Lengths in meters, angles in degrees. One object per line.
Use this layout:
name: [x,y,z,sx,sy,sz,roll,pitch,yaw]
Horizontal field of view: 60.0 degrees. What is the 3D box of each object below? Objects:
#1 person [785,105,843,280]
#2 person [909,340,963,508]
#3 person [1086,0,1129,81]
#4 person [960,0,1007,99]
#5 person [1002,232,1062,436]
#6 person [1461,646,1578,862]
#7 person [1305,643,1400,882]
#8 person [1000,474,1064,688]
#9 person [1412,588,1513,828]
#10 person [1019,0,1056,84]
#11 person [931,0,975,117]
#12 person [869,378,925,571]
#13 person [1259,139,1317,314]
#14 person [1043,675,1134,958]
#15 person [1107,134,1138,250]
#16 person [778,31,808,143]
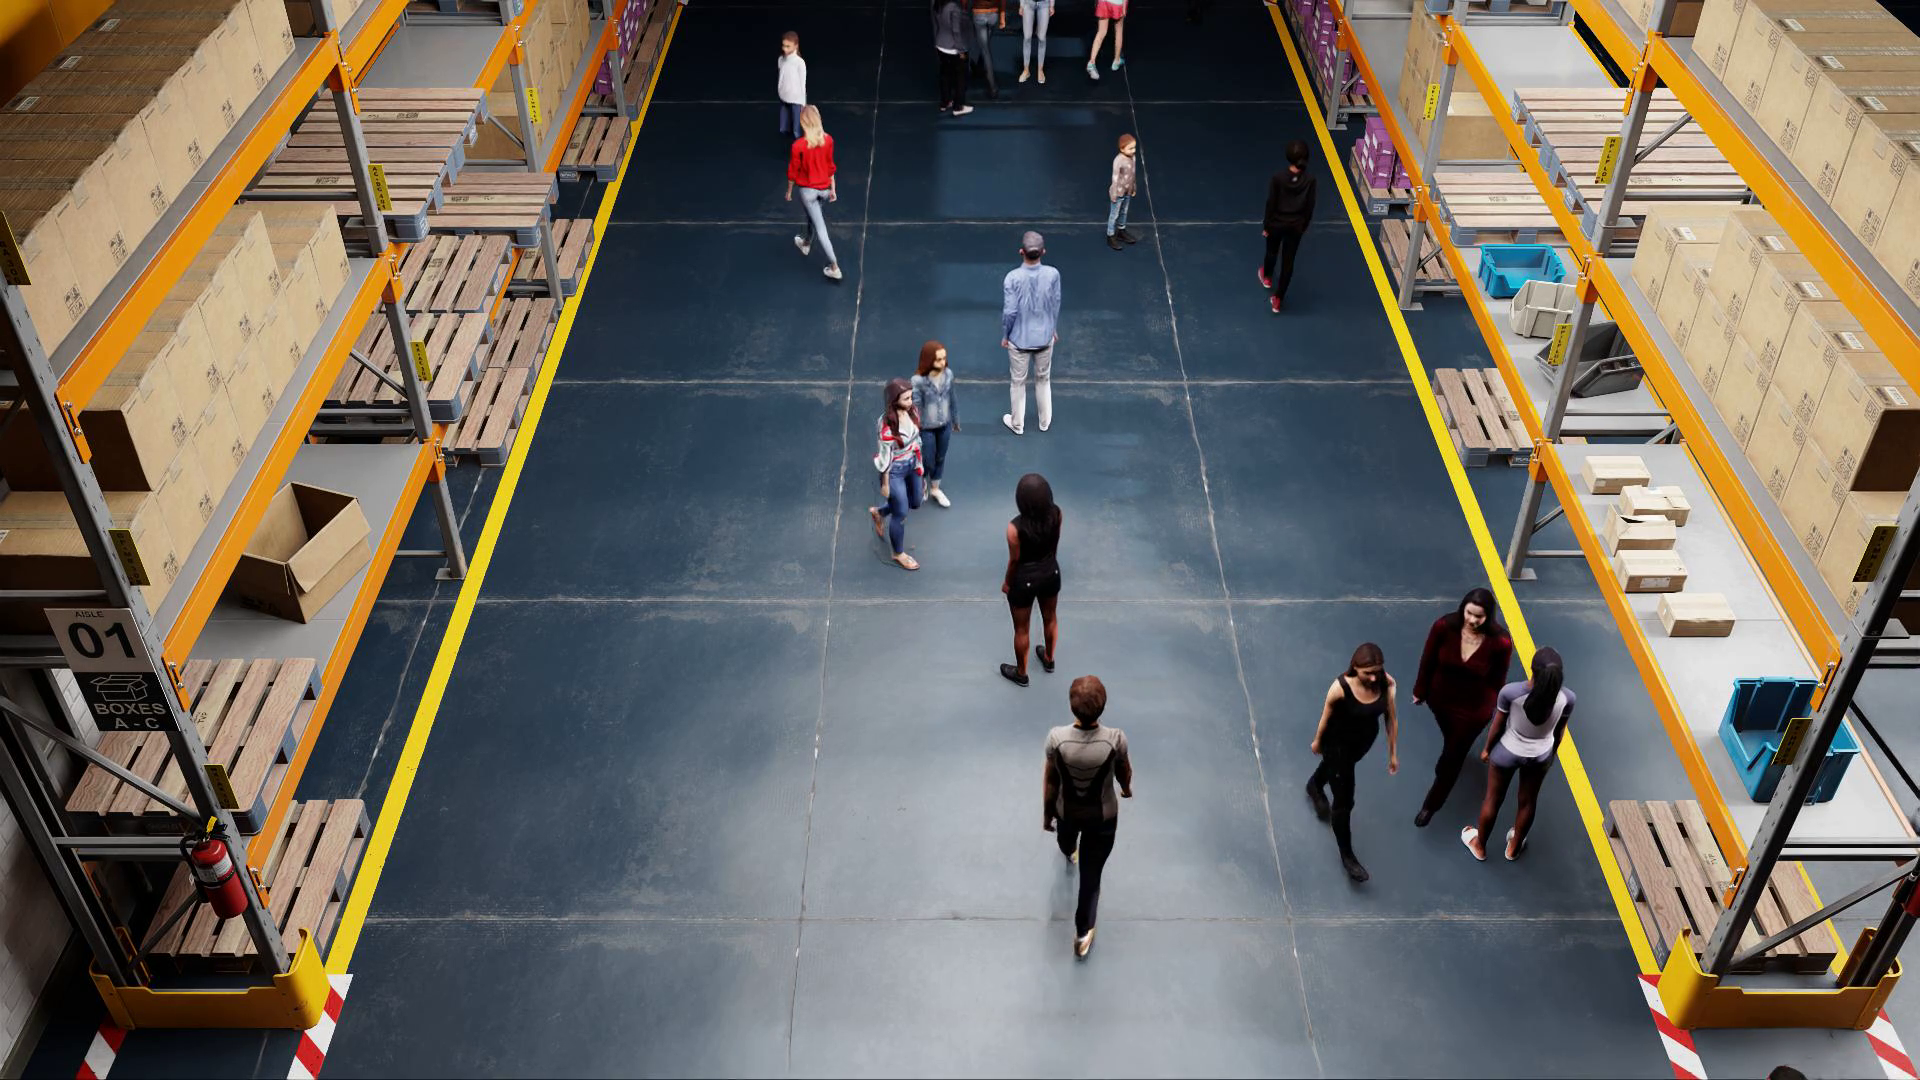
person: [-1.354,-3.276,15.893,1.048,1.657,1.189,-25,45,-28]
person: [-0.249,-0.940,13.116,0.699,1.474,0.738,-24,44,-27]
person: [1.749,-6.278,19.593,0.924,1.732,1.202,18,42,22]
person: [0.328,-5.967,19.206,0.982,1.730,1.198,-17,42,-20]
person: [0.585,-1.702,13.738,0.699,1.888,0.648,-8,39,-10]
person: [3.406,1.303,10.108,0.616,1.722,0.581,3,39,4]
person: [2.376,1.205,10.298,0.847,1.638,1.184,-13,40,-16]
person: [0.502,0.266,11.390,0.682,1.743,0.702,-23,44,-26]
person: [3.198,0.937,10.595,1.104,1.688,1.279,23,44,26]
person: [0.900,-6.279,19.546,0.614,1.793,0.544,5,39,6]
person: [-0.098,-5.587,18.832,0.875,1.602,0.789,-25,45,-28]
person: [-0.491,-0.544,12.518,0.917,1.601,0.880,29,47,31]
person: [3.033,-2.876,15.398,0.649,1.651,0.934,2,39,3]
person: [0.726,1.632,9.608,0.812,1.834,1.247,7,39,8]
person: [1.608,-3.487,16.531,0.545,1.193,0.601,-30,48,-32]
person: [-1.725,-4.720,17.793,0.694,1.544,0.822,18,42,21]
